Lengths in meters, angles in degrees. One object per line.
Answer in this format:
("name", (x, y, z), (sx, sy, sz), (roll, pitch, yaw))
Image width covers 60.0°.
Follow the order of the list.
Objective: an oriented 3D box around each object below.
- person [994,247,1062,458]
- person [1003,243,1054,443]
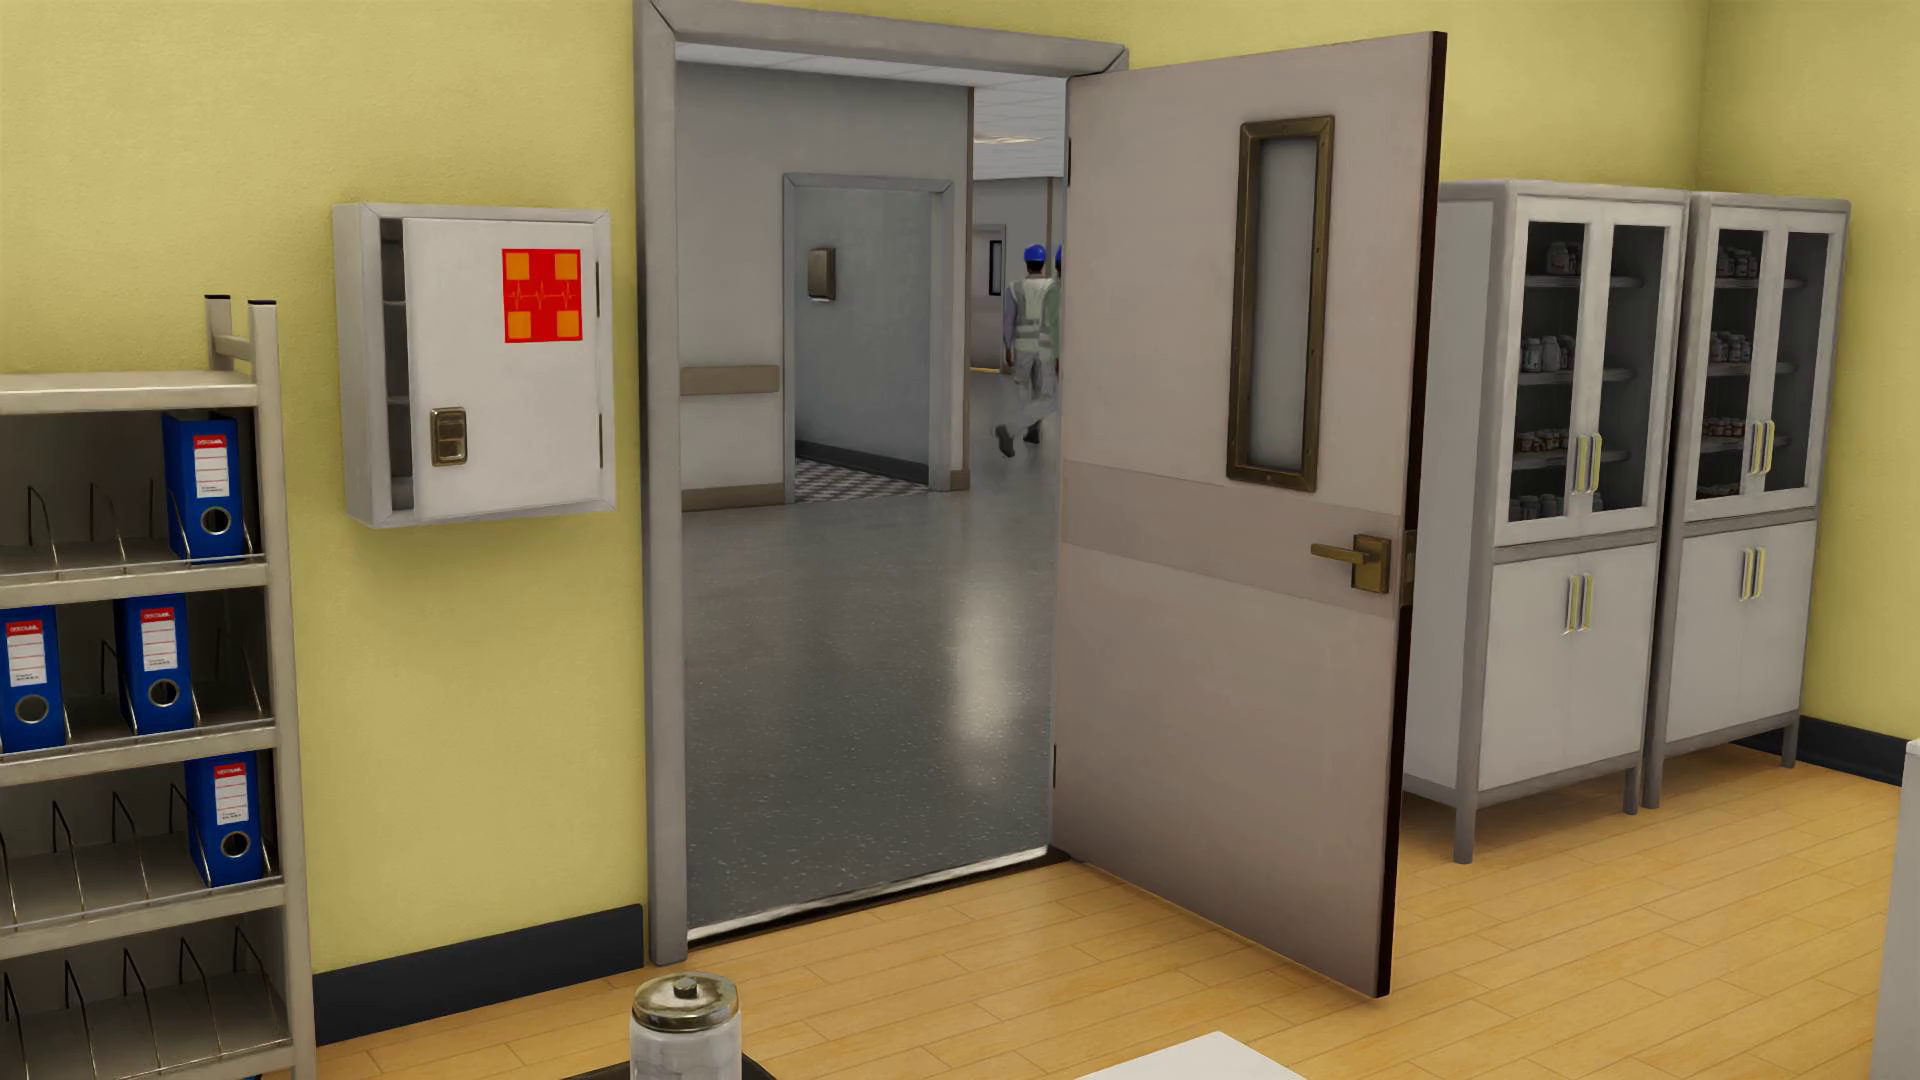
("person", (0.769, -1.601, 14.383), (0.803, 1.920, 0.613), (3, 10, 15))
("person", (0.719, -1.858, 15.863), (0.612, 1.929, 0.676), (-1, 10, -12))
